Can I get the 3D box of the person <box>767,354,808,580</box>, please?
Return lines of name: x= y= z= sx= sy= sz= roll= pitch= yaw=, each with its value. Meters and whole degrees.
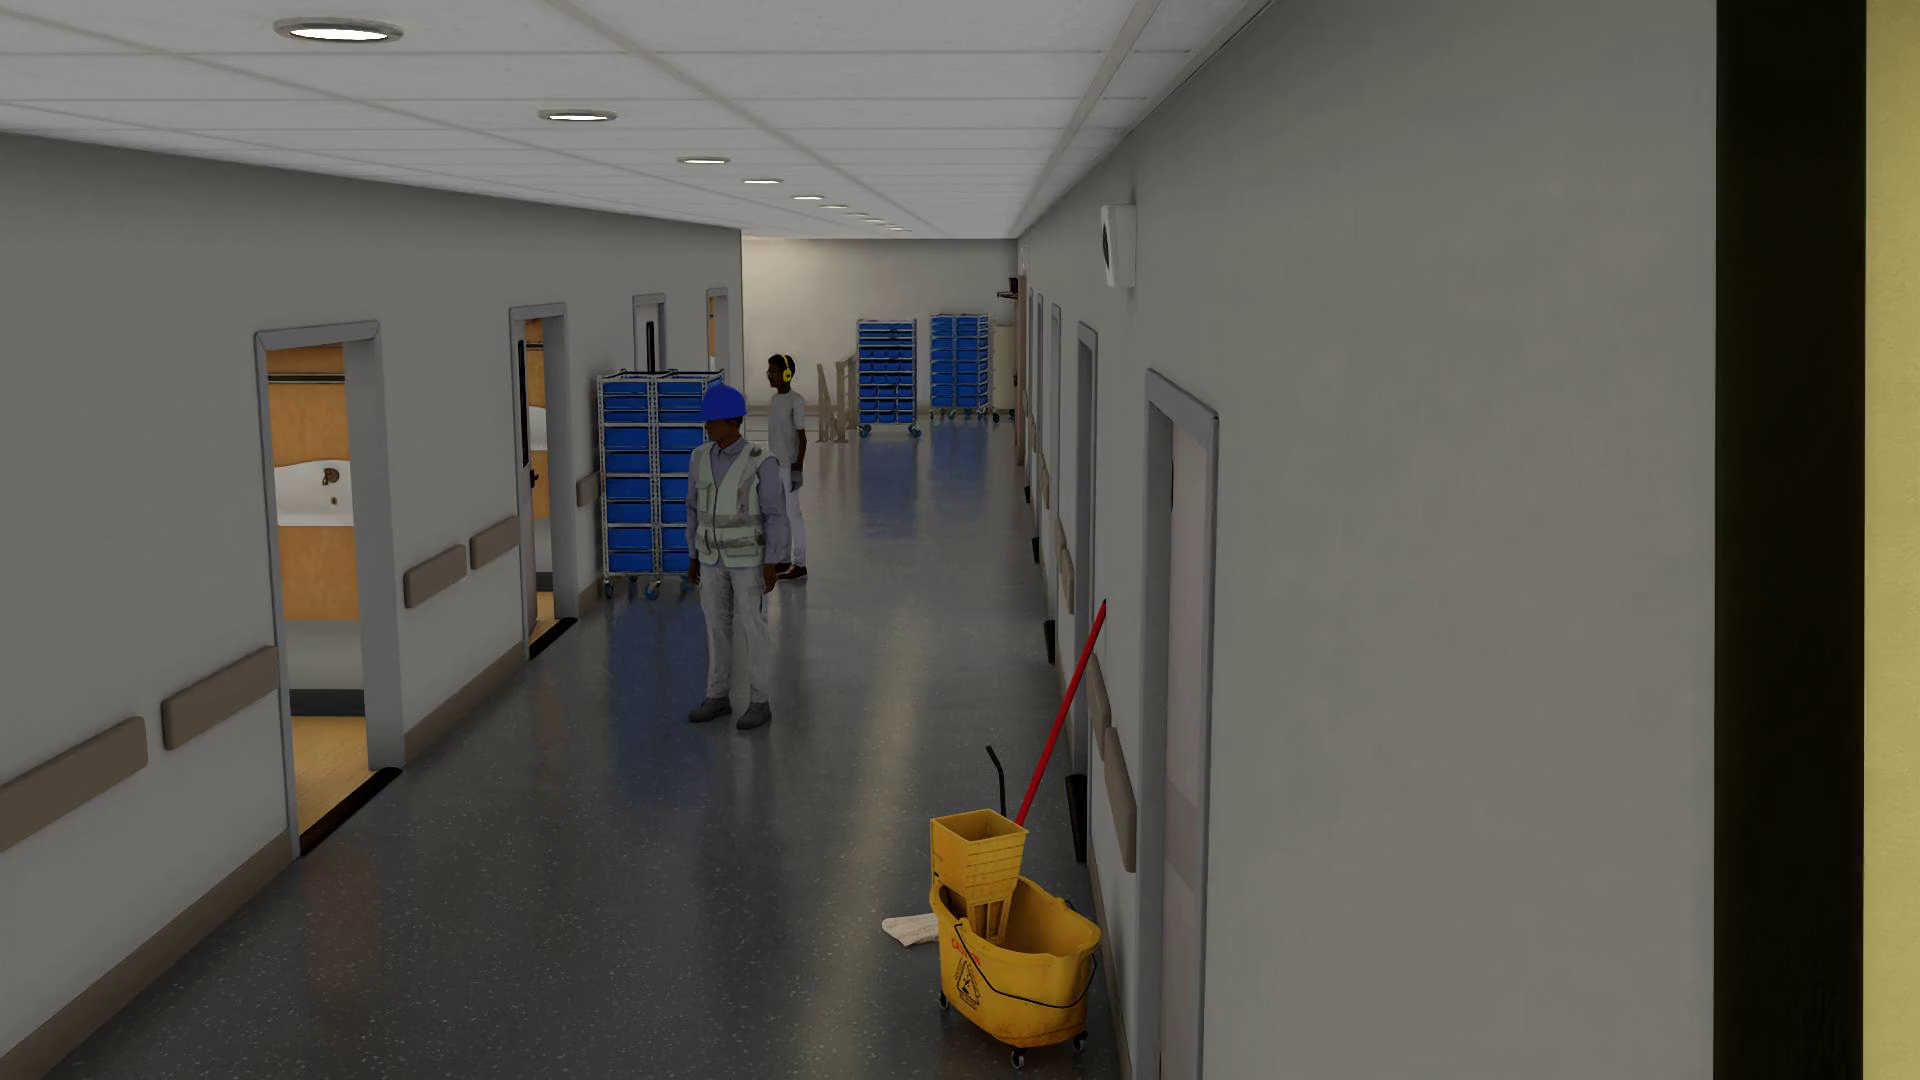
person: x=-1.464 y=-0.606 z=13.808 sx=0.322 sy=1.871 sz=0.531 roll=-7 pitch=12 yaw=-34

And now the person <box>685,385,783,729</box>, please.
person: x=-1.289 y=0.095 z=9.384 sx=0.615 sy=1.943 sz=0.399 roll=5 pitch=11 yaw=27
